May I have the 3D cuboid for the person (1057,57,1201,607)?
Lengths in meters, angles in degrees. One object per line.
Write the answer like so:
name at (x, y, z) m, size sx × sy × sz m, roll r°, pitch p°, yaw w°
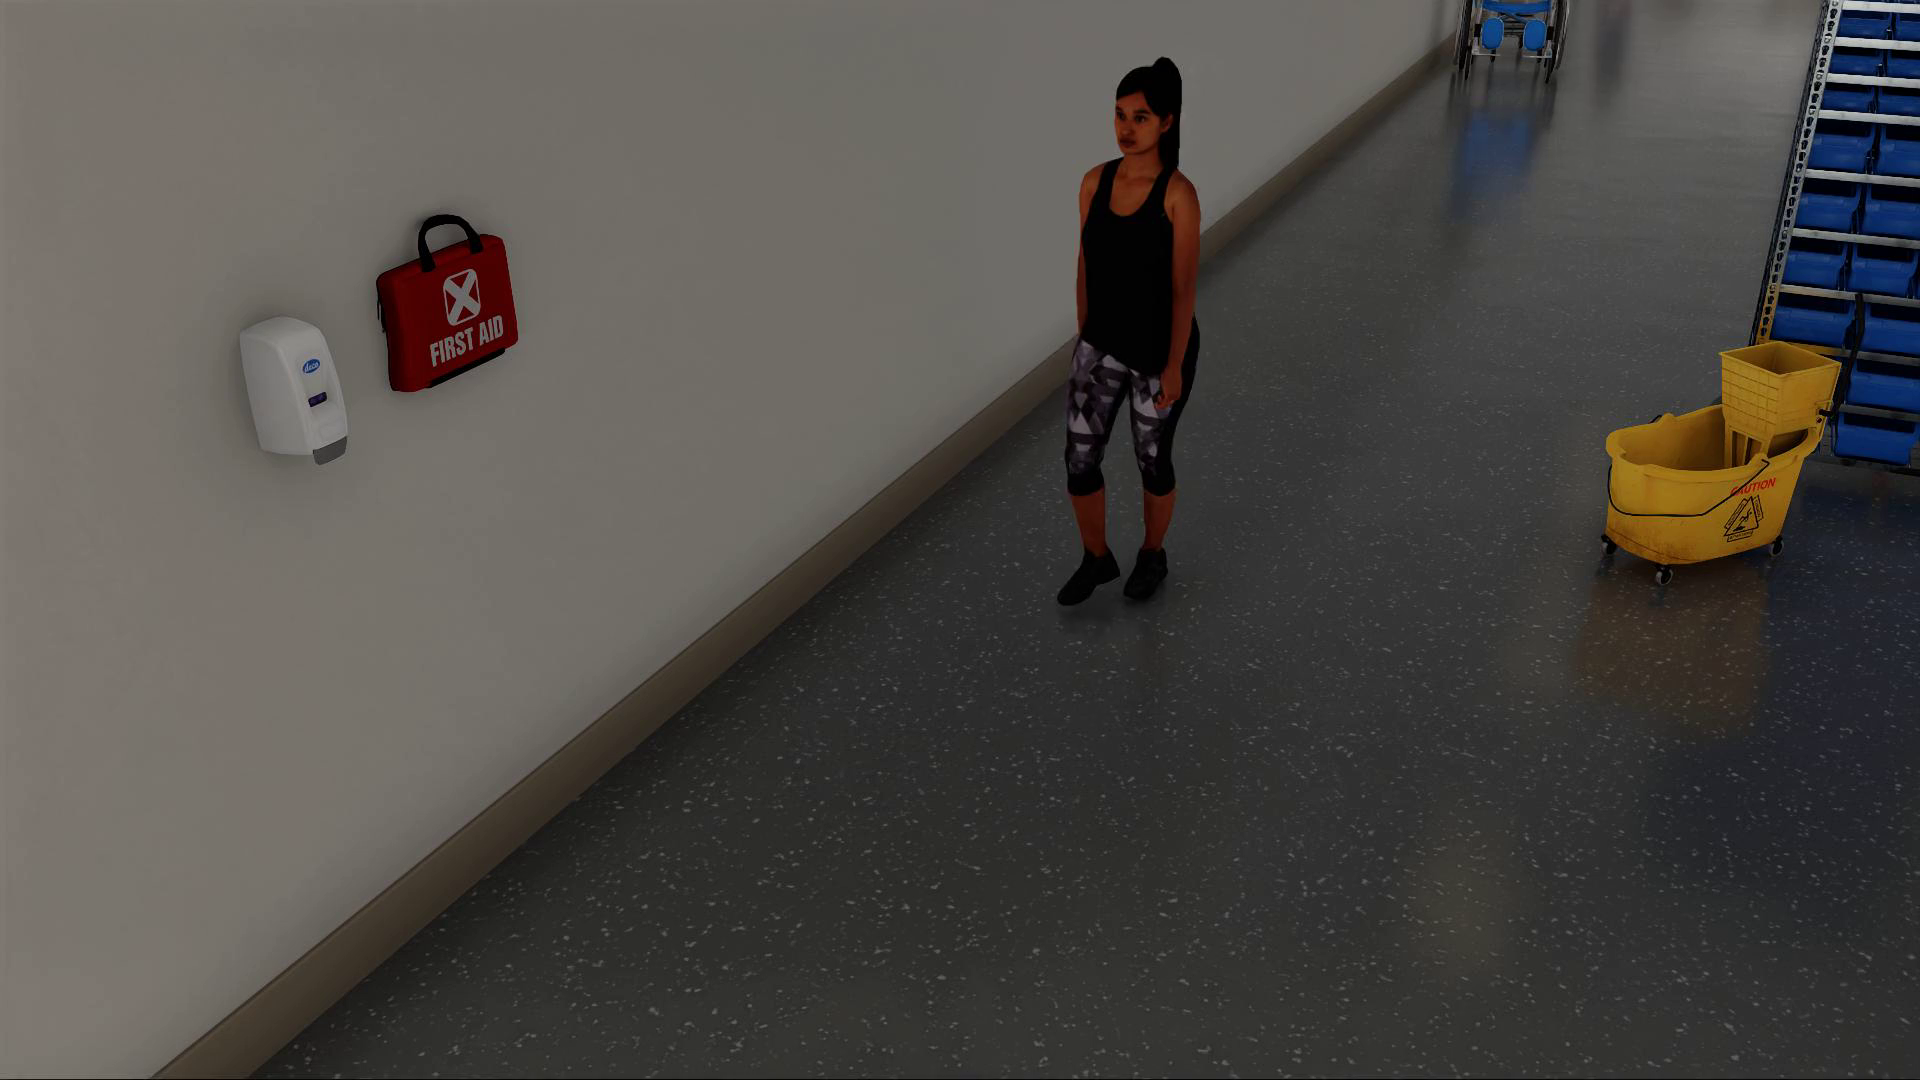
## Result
person at (0.574, -0.597, 5.003) m, size 0.629 × 1.646 × 0.693 m, roll 15°, pitch 29°, yaw 28°
